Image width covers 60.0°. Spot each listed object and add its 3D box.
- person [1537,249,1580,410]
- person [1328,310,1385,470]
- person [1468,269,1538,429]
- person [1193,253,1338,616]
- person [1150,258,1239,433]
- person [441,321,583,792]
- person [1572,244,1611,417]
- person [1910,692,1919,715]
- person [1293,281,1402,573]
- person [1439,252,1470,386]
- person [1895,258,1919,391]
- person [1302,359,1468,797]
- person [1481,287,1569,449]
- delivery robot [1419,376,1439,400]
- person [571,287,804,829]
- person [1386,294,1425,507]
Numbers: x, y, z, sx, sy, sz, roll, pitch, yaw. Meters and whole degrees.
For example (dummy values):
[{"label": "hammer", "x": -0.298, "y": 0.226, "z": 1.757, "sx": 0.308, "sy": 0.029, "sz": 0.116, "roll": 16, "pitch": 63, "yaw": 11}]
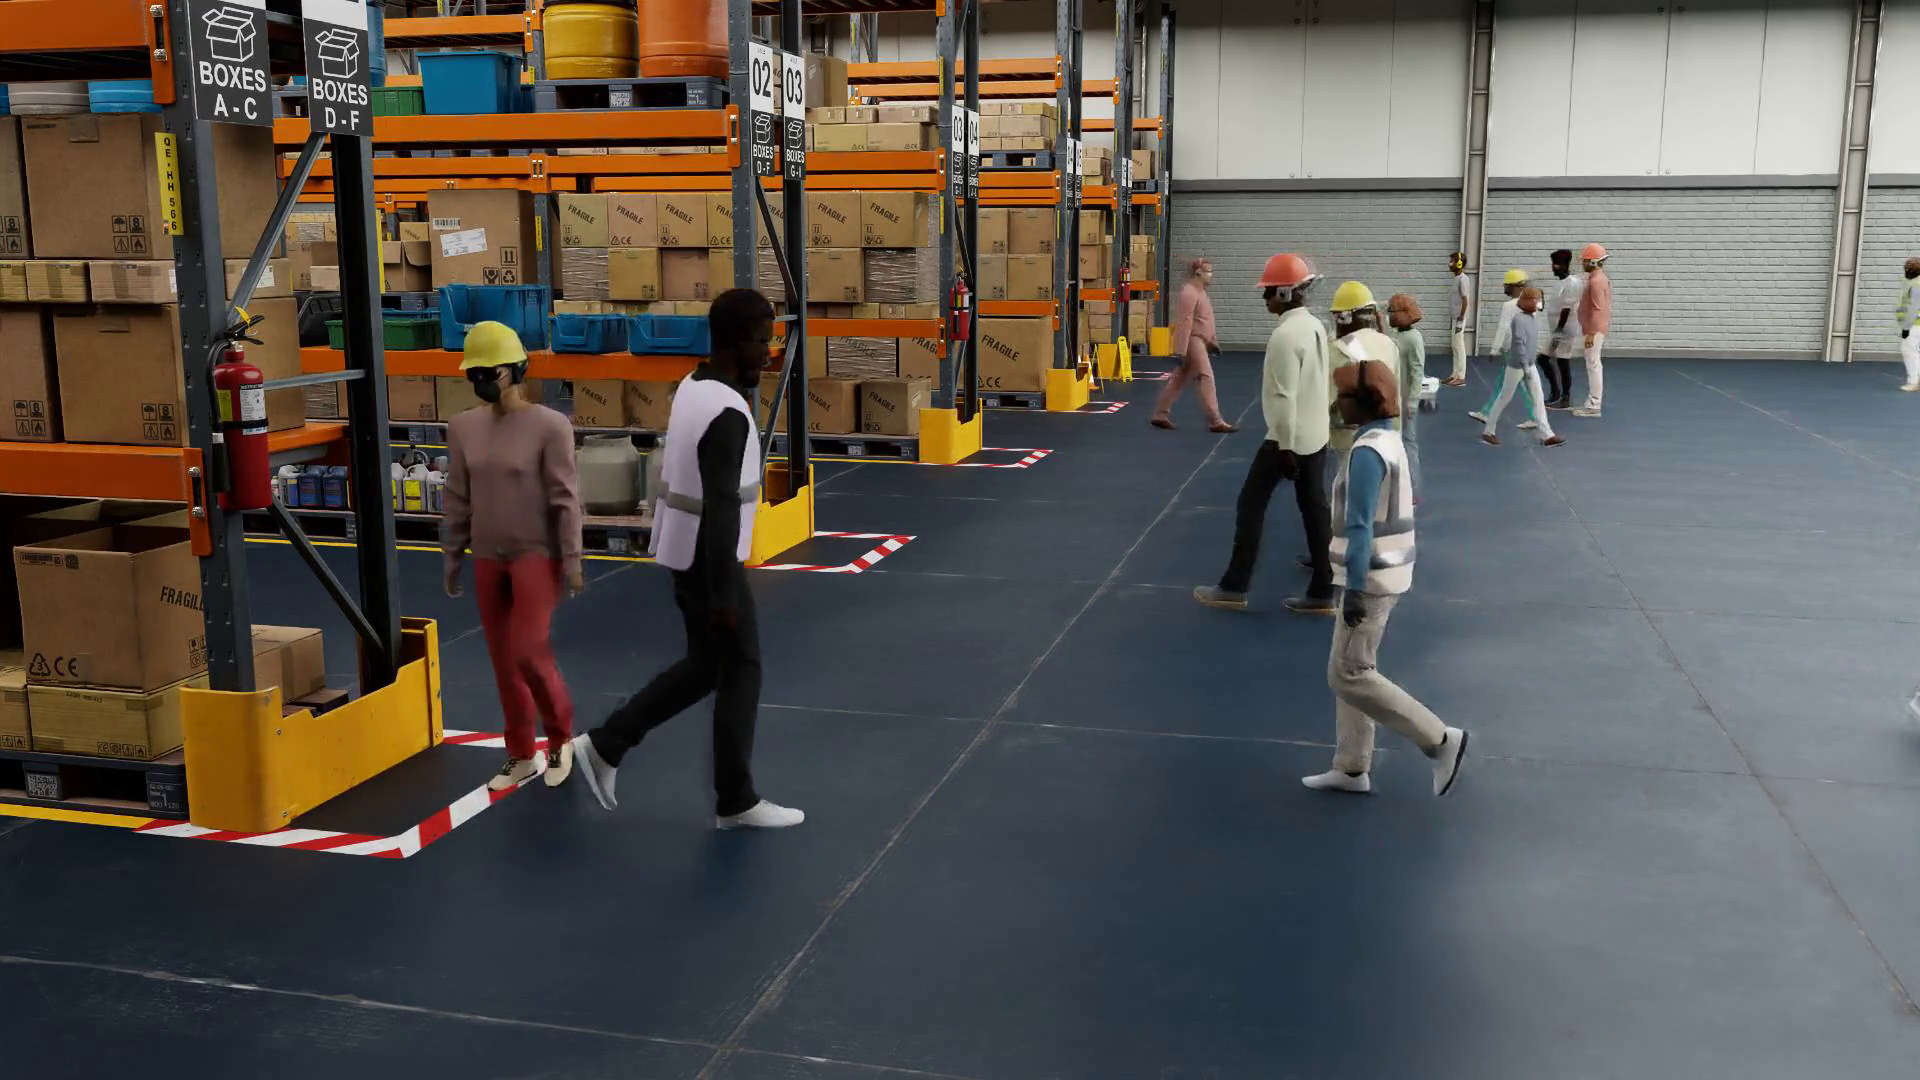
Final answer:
[{"label": "person", "x": 7.180, "y": -2.514, "z": 19.964, "sx": 0.481, "sy": 1.937, "sz": 0.604, "roll": 0, "pitch": 10, "yaw": 0}, {"label": "person", "x": 2.641, "y": -0.730, "z": 10.926, "sx": 0.532, "sy": 1.619, "sz": 0.352, "roll": -2, "pitch": 10, "yaw": -9}, {"label": "person", "x": 6.004, "y": -2.086, "z": 18.168, "sx": 0.897, "sy": 1.711, "sz": 0.545, "roll": 9, "pitch": 14, "yaw": 42}, {"label": "person", "x": 1.705, "y": -0.571, "z": 9.106, "sx": 0.878, "sy": 1.959, "sz": 0.634, "roll": 7, "pitch": 13, "yaw": 36}, {"label": "person", "x": 2.482, "y": -2.073, "z": 17.748, "sx": 0.960, "sy": 1.862, "sz": 0.632, "roll": 2, "pitch": 11, "yaw": 13}, {"label": "person", "x": -1.648, "y": 0.077, "z": 6.116, "sx": 0.524, "sy": 1.752, "sz": 0.380, "roll": 4, "pitch": 11, "yaw": 19}, {"label": "person", "x": 7.347, "y": -2.421, "z": 19.317, "sx": 0.419, "sy": 1.998, "sz": 0.622, "roll": 4, "pitch": 11, "yaw": 23}, {"label": "person", "x": 4.211, "y": 0.037, "z": 6.476, "sx": 0.497, "sy": 1.711, "sz": 0.863, "roll": -9, "pitch": 14, "yaw": -42}, {"label": "person", "x": 2.244, "y": -0.606, "z": 9.772, "sx": 0.842, "sy": 1.789, "sz": 0.610, "roll": 10, "pitch": 14, "yaw": 42}, {"label": "person", "x": 6.988, "y": -3.102, "z": 23.398, "sx": 0.334, "sy": 1.873, "sz": 0.517, "roll": 1, "pitch": 10, "yaw": 6}, {"label": "person", "x": 12.992, "y": -2.938, "z": 22.707, "sx": 0.433, "sy": 1.810, "sz": 0.760, "roll": 6, "pitch": 12, "yaw": 30}, {"label": "person", "x": 1.546, "y": 0.163, "z": 5.979, "sx": 0.537, "sy": 1.621, "sz": 0.538, "roll": 4, "pitch": 11, "yaw": 21}, {"label": "person", "x": 5.562, "y": -1.689, "z": 16.360, "sx": 0.513, "sy": 1.586, "sz": 0.879, "roll": -9, "pitch": 13, "yaw": -40}, {"label": "delivery robot", "x": 5.267, "y": -1.810, "z": 19.611, "sx": 0.707, "sy": 0.478, "sz": 0.477, "roll": 0, "pitch": 10, "yaw": -3}, {"label": "person", "x": -0.928, "y": 0.098, "z": 5.637, "sx": 0.706, "sy": 1.890, "sz": 0.640, "roll": -4, "pitch": 11, "yaw": -19}, {"label": "person", "x": 3.371, "y": -1.061, "z": 12.746, "sx": 0.275, "sy": 1.631, "sz": 0.507, "roll": -2, "pitch": 10, "yaw": -9}]
